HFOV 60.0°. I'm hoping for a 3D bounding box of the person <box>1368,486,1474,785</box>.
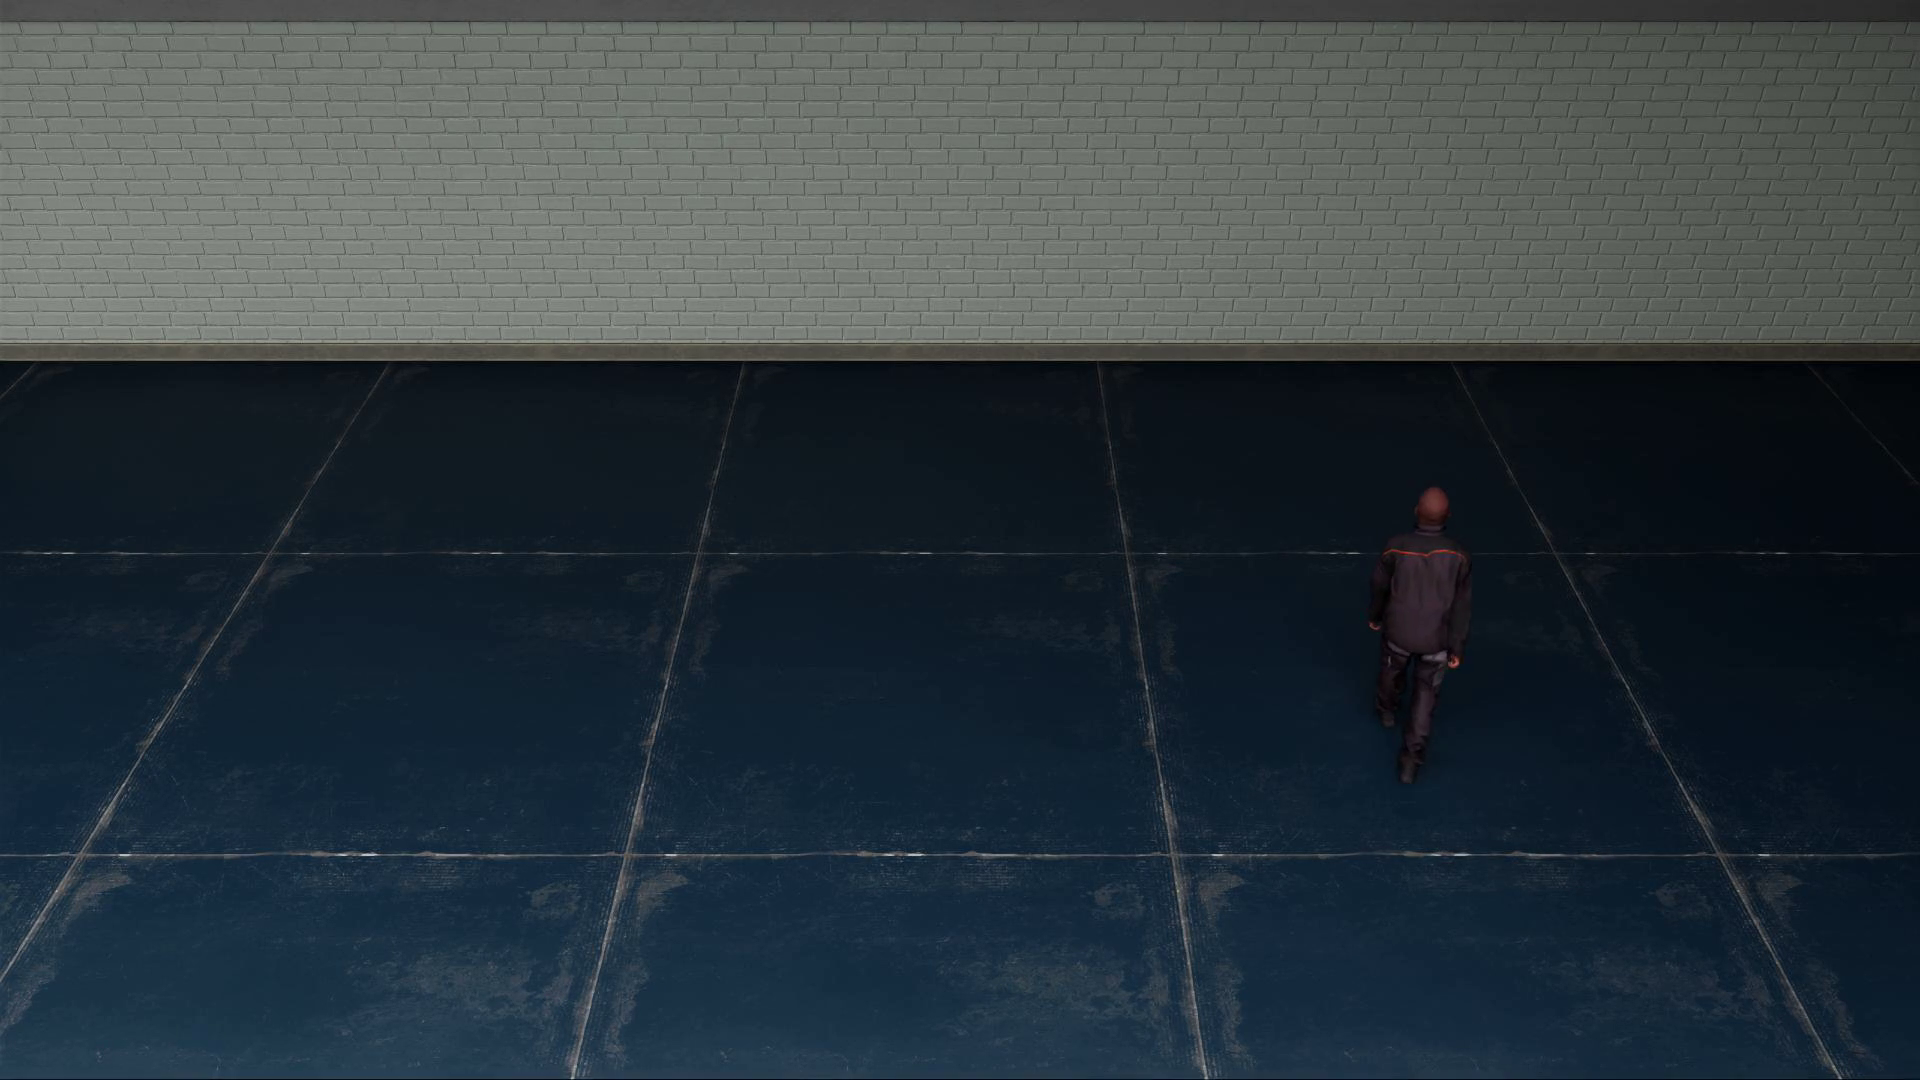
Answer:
[{"bbox_3d":[2.570,0.507,9.359,0.960,1.784,1.197,11,35,16],"label":"person"}]
